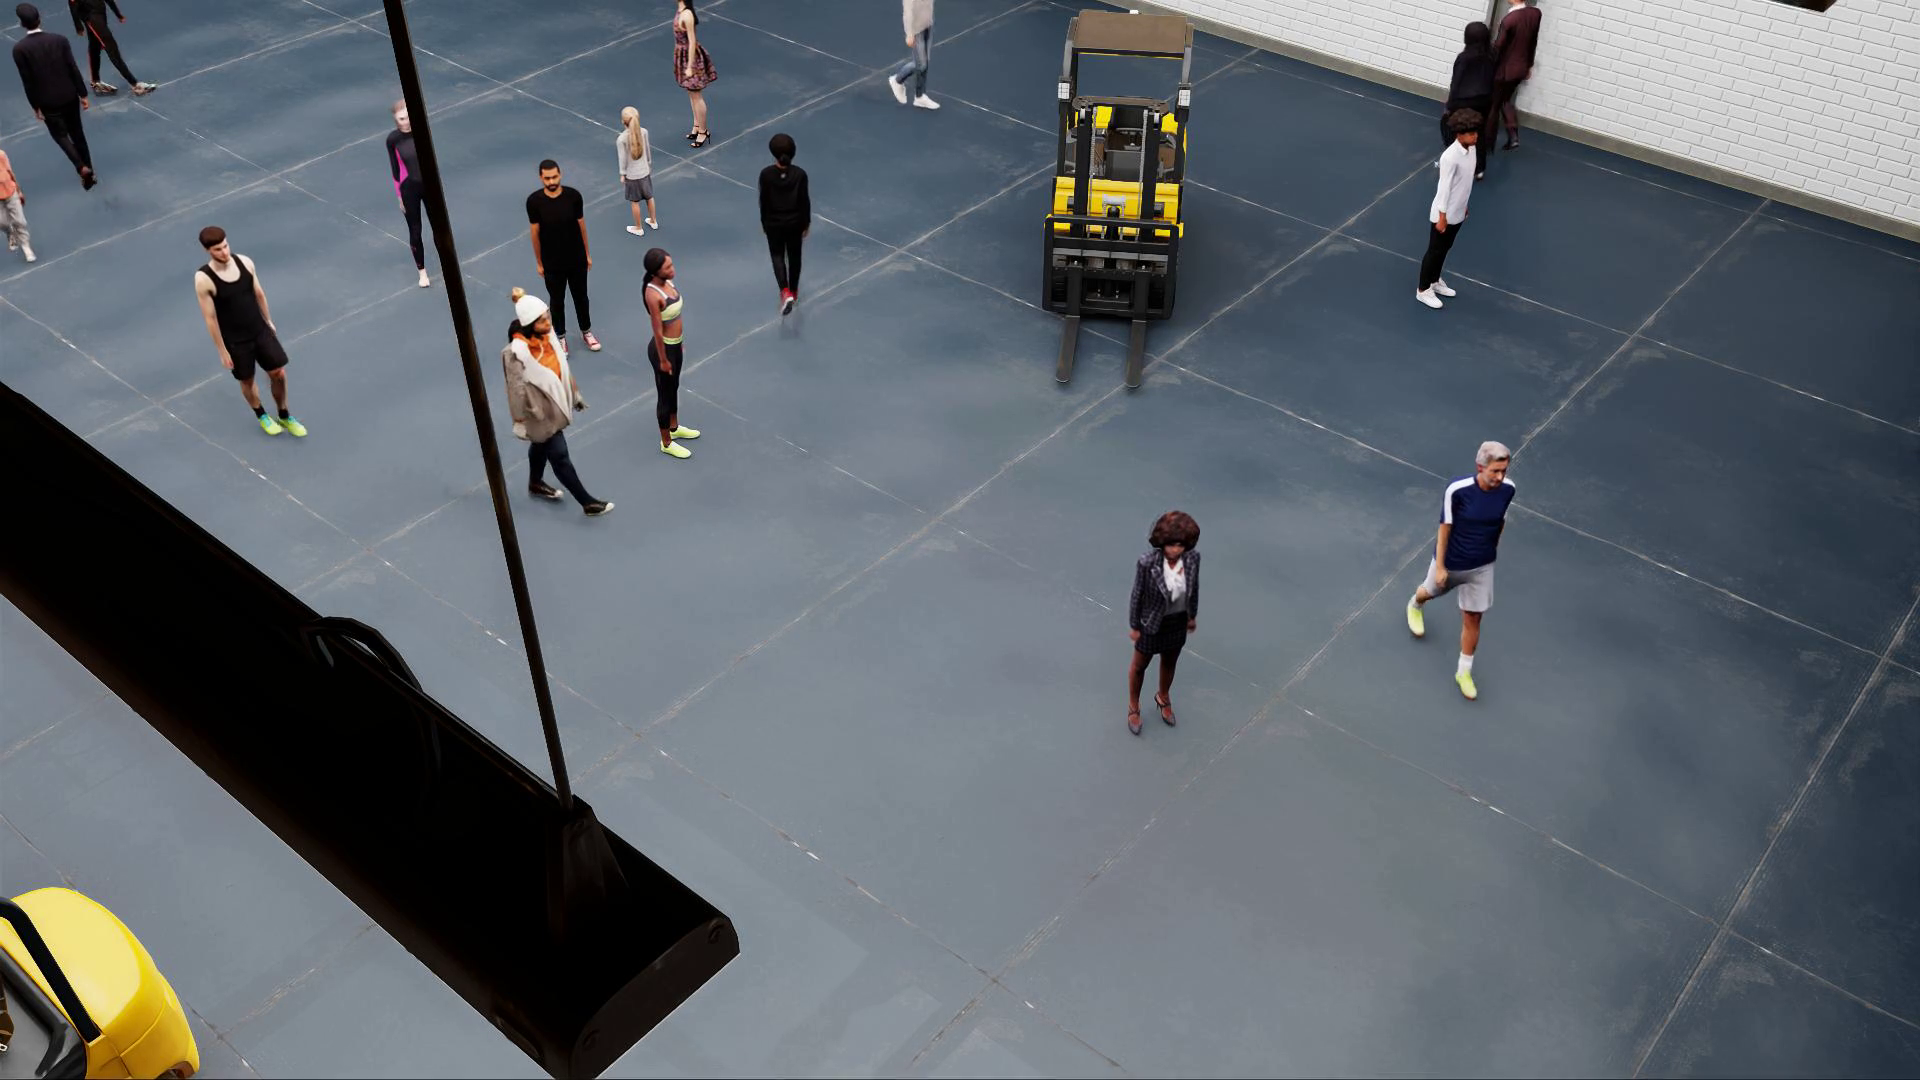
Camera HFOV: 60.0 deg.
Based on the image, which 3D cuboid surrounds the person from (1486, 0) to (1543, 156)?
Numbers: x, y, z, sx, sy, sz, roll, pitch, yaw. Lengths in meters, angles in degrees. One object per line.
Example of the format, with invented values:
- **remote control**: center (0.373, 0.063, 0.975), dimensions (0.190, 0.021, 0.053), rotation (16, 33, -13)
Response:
- **person**: center (5.640, -4.753, 16.914), dimensions (0.840, 1.850, 0.906), rotation (-21, 43, -24)

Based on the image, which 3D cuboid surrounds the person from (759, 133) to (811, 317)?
- **person**: center (-1.526, -2.730, 14.530), dimensions (0.921, 1.663, 1.006), rotation (-5, 39, -7)

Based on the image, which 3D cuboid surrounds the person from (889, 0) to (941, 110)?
- **person**: center (-0.521, -5.543, 17.911), dimensions (0.896, 1.840, 0.789), rotation (18, 42, 21)

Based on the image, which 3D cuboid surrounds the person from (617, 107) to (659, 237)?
- **person**: center (-3.080, -3.526, 15.838), dimensions (0.516, 1.276, 0.530), rotation (-32, 48, -33)

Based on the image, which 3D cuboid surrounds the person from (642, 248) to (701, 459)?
- **person**: center (-2.284, -1.468, 12.877), dimensions (0.655, 1.754, 0.638), rotation (6, 39, 8)

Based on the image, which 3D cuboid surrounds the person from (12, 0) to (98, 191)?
- **person**: center (-8.843, -4.279, 16.383), dimensions (0.768, 1.772, 0.960), rotation (-30, 47, -32)

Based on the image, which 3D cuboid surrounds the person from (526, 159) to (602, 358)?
- **person**: center (-3.352, -2.392, 14.031), dimensions (0.716, 1.758, 0.720), rotation (-16, 41, -19)

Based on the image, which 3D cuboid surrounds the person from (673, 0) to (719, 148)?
- **person**: center (-2.798, -4.940, 17.209), dimensions (0.859, 1.774, 0.782), rotation (-10, 40, -13)

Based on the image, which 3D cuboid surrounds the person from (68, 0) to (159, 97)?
- **person**: center (-9.568, -5.720, 18.184), dimensions (1.135, 1.777, 1.040), rotation (0, 39, -1)

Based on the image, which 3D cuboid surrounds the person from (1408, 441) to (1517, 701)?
- **person**: center (3.260, 0.069, 10.916), dimensions (1.162, 1.799, 1.203), rotation (-2, 39, -3)

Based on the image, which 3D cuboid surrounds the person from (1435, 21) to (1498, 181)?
- **person**: center (5.122, -4.353, 16.628), dimensions (0.817, 1.581, 0.834), rotation (-13, 40, -16)

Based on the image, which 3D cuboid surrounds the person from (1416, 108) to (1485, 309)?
- **person**: center (4.324, -2.948, 14.685), dimensions (0.559, 1.810, 0.621), rotation (29, 47, 31)

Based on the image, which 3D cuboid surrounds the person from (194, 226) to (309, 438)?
- **person**: center (-5.650, -1.645, 13.003), dimensions (0.712, 1.872, 0.706), rotation (27, 46, 29)

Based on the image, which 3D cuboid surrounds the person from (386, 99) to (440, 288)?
- **person**: center (-4.868, -3.143, 14.977), dimensions (0.636, 1.749, 0.652), rotation (-20, 43, -23)

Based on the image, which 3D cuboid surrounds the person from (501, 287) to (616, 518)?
- **person**: center (-3.156, -1.018, 12.234), dimensions (1.188, 1.854, 0.975), rotation (12, 40, 14)

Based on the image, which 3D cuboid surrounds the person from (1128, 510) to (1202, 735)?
- **person**: center (1.269, 0.509, 10.445), dimensions (0.700, 1.700, 0.725), rotation (-10, 40, -12)

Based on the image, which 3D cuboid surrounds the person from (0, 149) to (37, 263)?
- **person**: center (-8.917, -3.245, 15.466), dimensions (0.603, 1.300, 0.728), rotation (-20, 43, -23)
